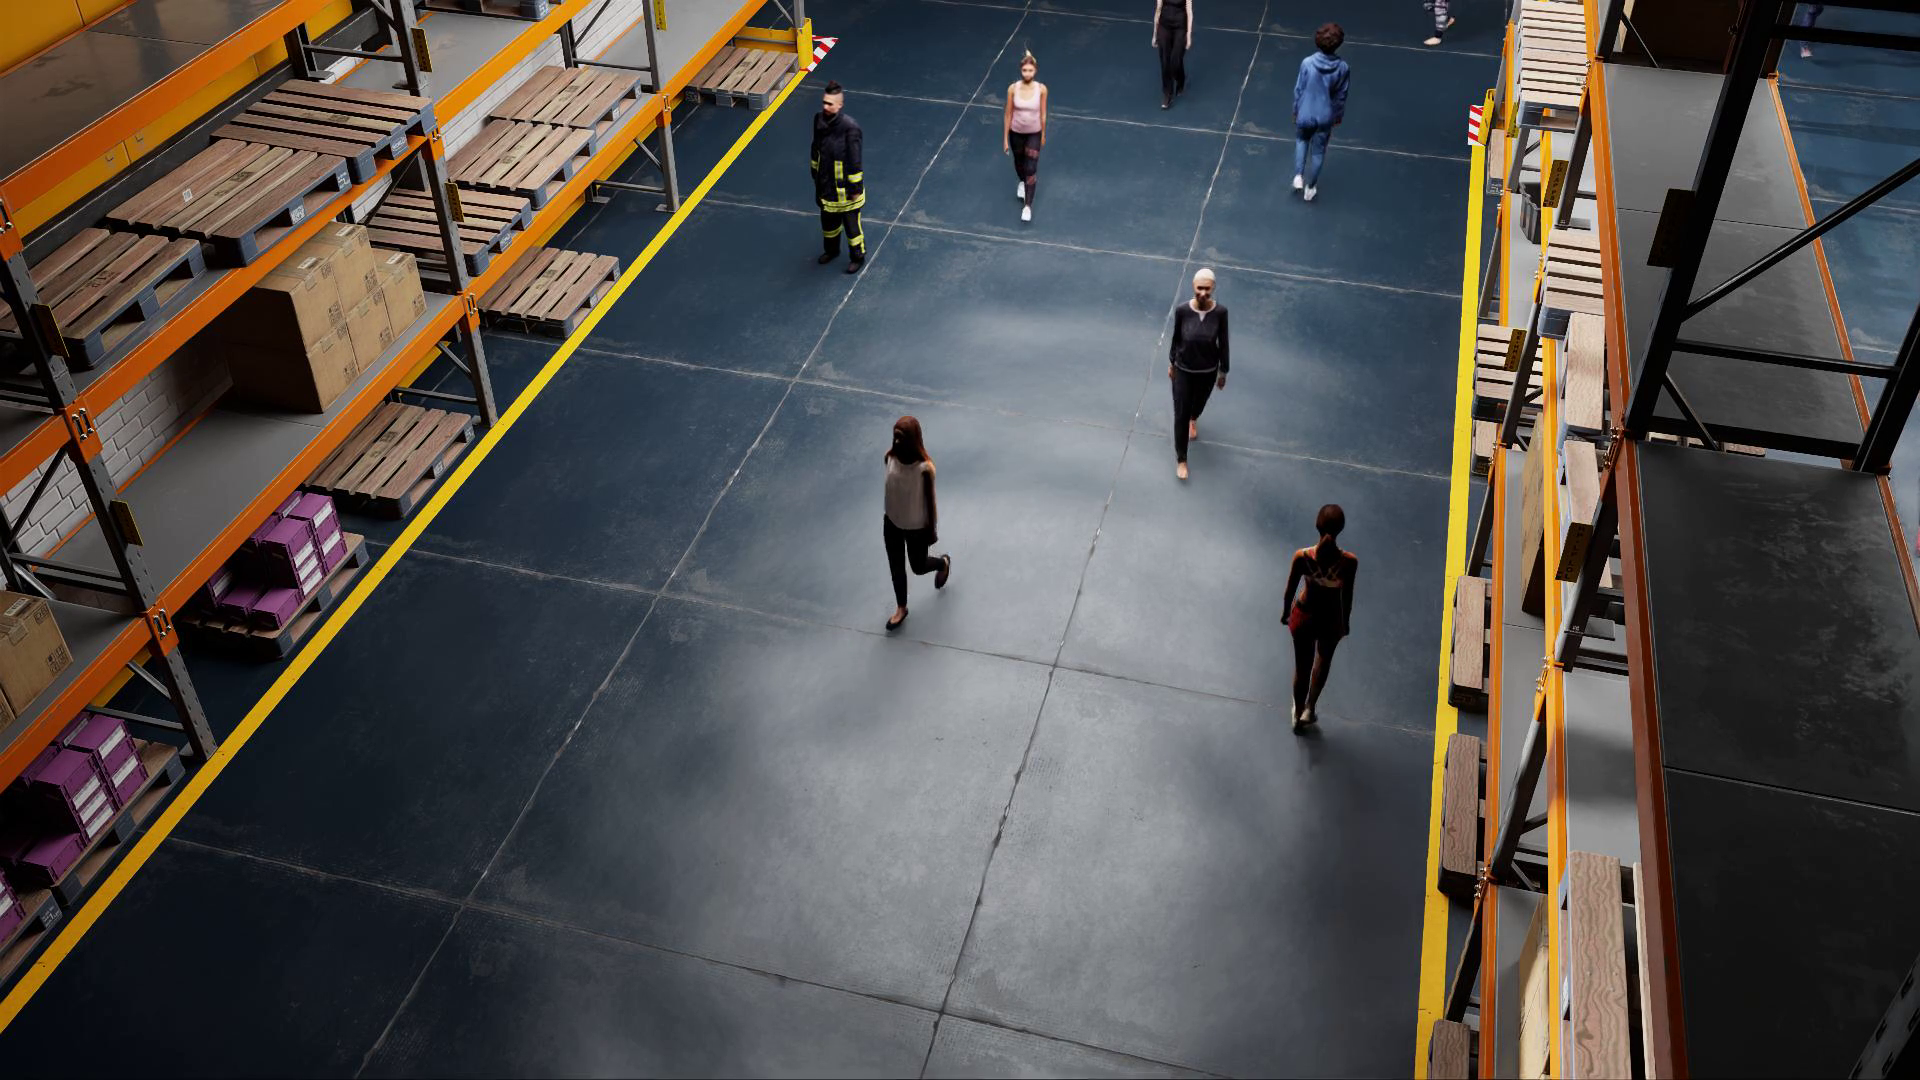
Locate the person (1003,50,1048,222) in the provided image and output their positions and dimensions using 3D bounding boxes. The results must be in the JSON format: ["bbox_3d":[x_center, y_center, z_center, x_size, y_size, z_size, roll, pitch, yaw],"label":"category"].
[{"bbox_3d":[0.650,-4.101,16.722,0.671,1.591,1.122,4,39,5],"label":"person"}]

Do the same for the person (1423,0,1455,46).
[{"bbox_3d":[5.933,-6.842,20.048,0.852,1.723,0.791,-18,42,-21],"label":"person"}]

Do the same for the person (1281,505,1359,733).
[{"bbox_3d":[2.289,0.588,10.700,0.596,1.778,0.608,9,40,12],"label":"person"}]

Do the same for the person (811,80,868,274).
[{"bbox_3d":[-1.138,-3.439,15.678,0.838,1.859,0.819,24,44,27],"label":"person"}]

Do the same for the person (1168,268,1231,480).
[{"bbox_3d":[1.893,-1.427,13.294,0.771,1.688,1.126,3,39,3],"label":"person"}]

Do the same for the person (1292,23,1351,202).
[{"bbox_3d":[3.589,-4.278,16.778,0.689,1.797,0.620,11,40,14],"label":"person"}]

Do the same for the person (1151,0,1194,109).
[{"bbox_3d":[2.415,-5.738,18.656,0.655,1.733,0.770,16,41,19],"label":"person"}]

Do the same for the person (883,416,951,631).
[{"bbox_3d":[-0.321,-0.164,11.698,0.760,1.707,0.990,23,44,26],"label":"person"}]
